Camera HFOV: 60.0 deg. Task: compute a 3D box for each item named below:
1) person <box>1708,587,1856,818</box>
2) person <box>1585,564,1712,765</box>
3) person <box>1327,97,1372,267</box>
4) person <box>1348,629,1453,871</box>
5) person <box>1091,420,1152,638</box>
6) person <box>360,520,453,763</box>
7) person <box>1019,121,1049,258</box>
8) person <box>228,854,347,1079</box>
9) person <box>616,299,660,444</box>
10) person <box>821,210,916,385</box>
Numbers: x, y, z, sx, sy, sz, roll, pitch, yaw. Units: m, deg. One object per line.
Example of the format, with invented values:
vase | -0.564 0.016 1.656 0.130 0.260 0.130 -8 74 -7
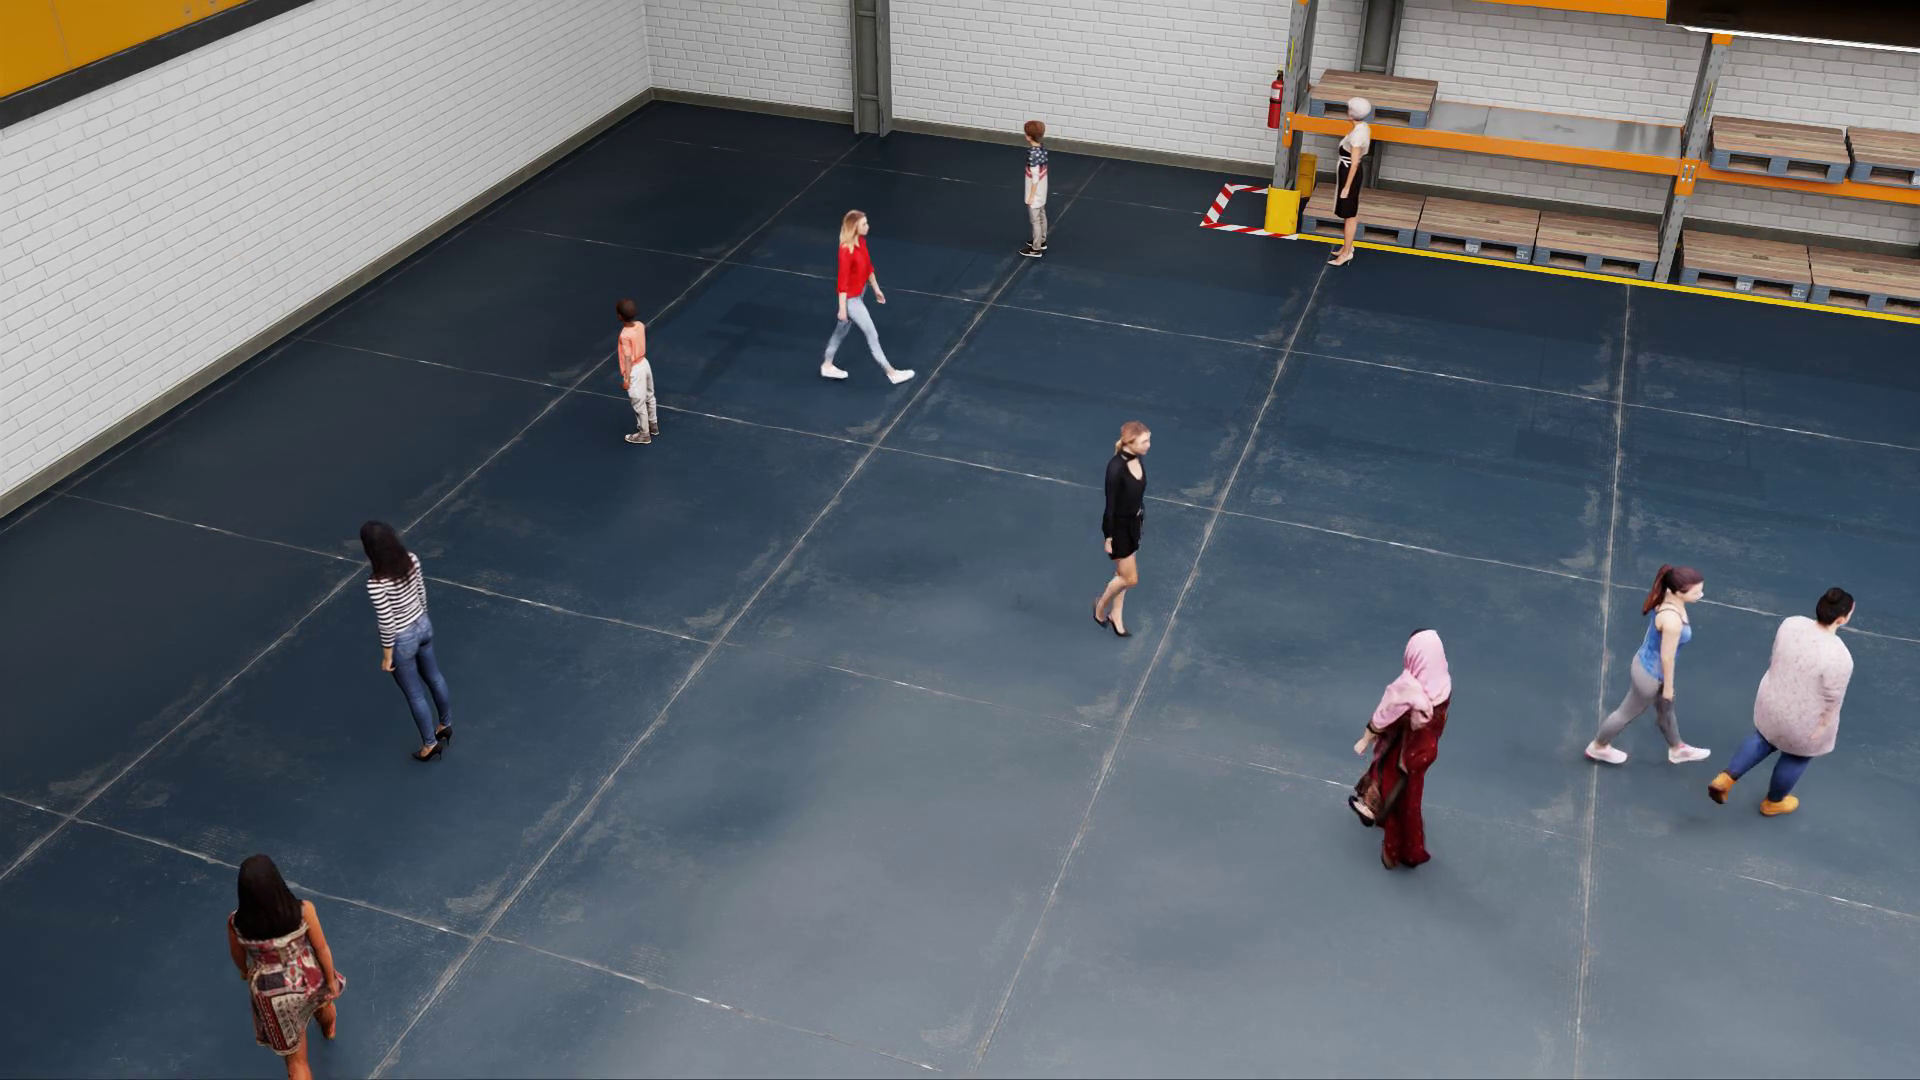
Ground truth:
person | 4.962 1.004 10.014 1.031 1.728 0.958 -12 35 -17
person | 4.268 0.814 10.436 0.966 1.578 0.593 9 35 13
person | 4.013 -3.659 17.008 0.511 1.752 0.618 13 36 18
person | 2.676 1.259 9.717 0.930 1.632 1.043 -23 40 -31
person | 1.071 -0.082 11.620 0.675 1.758 0.652 20 39 27
person | -3.482 0.644 10.497 0.494 1.794 0.575 13 36 18
person | 0.797 -3.670 17.304 0.467 1.441 0.520 13 36 18
person | -3.306 2.274 8.213 1.067 1.607 1.108 -14 36 -20
person | -2.729 -1.438 14.066 0.470 1.310 0.477 13 36 18
person | -1.030 -2.137 14.808 1.165 1.651 0.739 6 34 9
